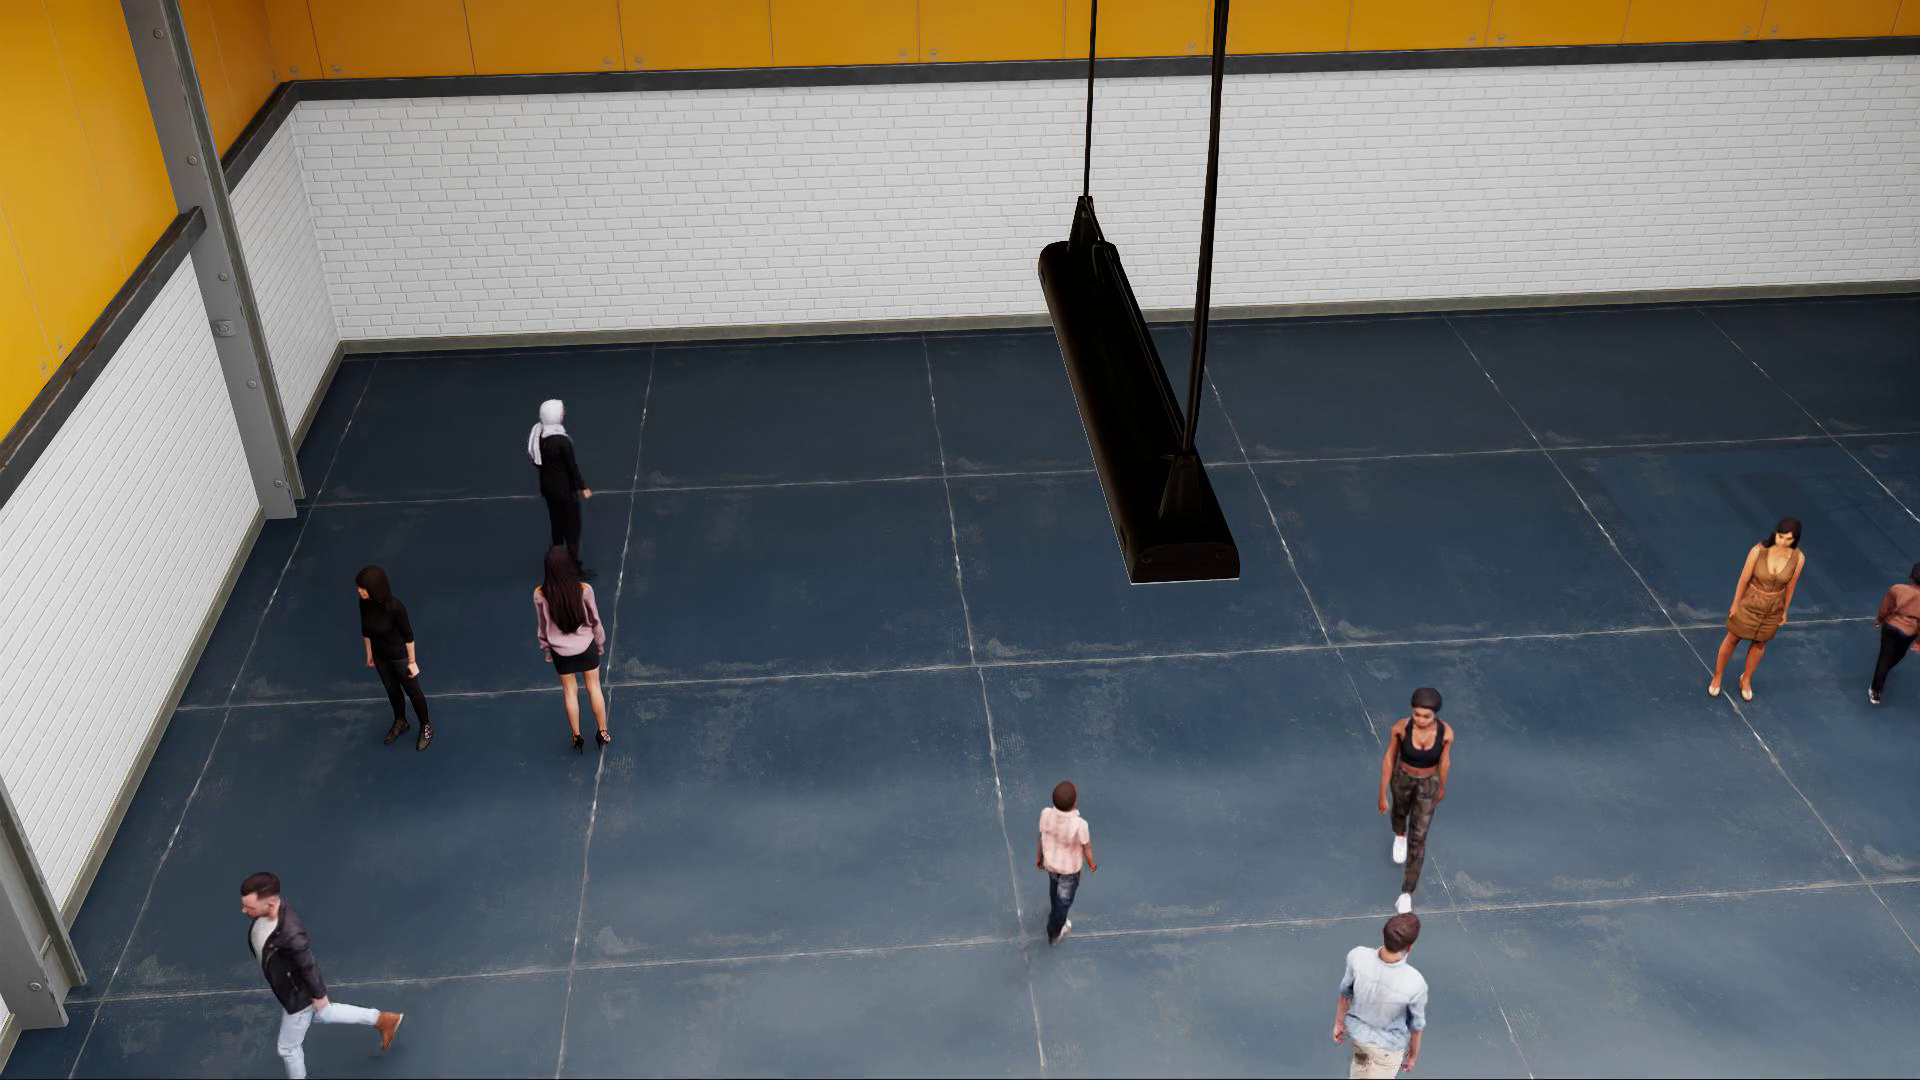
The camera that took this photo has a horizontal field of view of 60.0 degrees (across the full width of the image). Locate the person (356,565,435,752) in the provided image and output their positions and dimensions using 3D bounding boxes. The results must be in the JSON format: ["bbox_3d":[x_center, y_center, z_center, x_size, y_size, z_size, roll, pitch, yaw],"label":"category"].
[{"bbox_3d":[-4.247,0.855,12.480,0.656,1.641,0.636,10,35,15],"label":"person"}]

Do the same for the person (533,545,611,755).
[{"bbox_3d":[-2.869,0.826,12.371,0.646,1.811,0.555,-6,34,-9],"label":"person"}]

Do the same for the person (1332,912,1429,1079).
[{"bbox_3d":[2.284,2.851,9.319,1.128,1.815,1.201,23,40,30],"label":"person"}]

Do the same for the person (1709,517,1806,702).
[{"bbox_3d":[6.218,0.523,12.941,0.627,1.684,0.608,8,34,11],"label":"person"}]

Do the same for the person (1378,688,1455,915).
[{"bbox_3d":[3.082,1.622,11.316,0.895,1.653,1.226,9,35,13],"label":"person"}]

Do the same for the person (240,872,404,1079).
[{"bbox_3d":[-3.797,2.575,9.749,1.142,1.801,1.187,-23,40,-31],"label":"person"}]

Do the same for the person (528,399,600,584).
[{"bbox_3d":[-3.455,-0.429,14.291,0.726,1.776,0.773,15,37,22],"label":"person"}]

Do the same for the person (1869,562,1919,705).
[{"bbox_3d":[7.356,0.739,13.032,0.820,1.224,0.956,16,37,23],"label":"person"}]

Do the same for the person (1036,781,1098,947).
[{"bbox_3d":[0.638,2.139,10.861,0.700,1.295,0.776,20,38,27],"label":"person"}]
